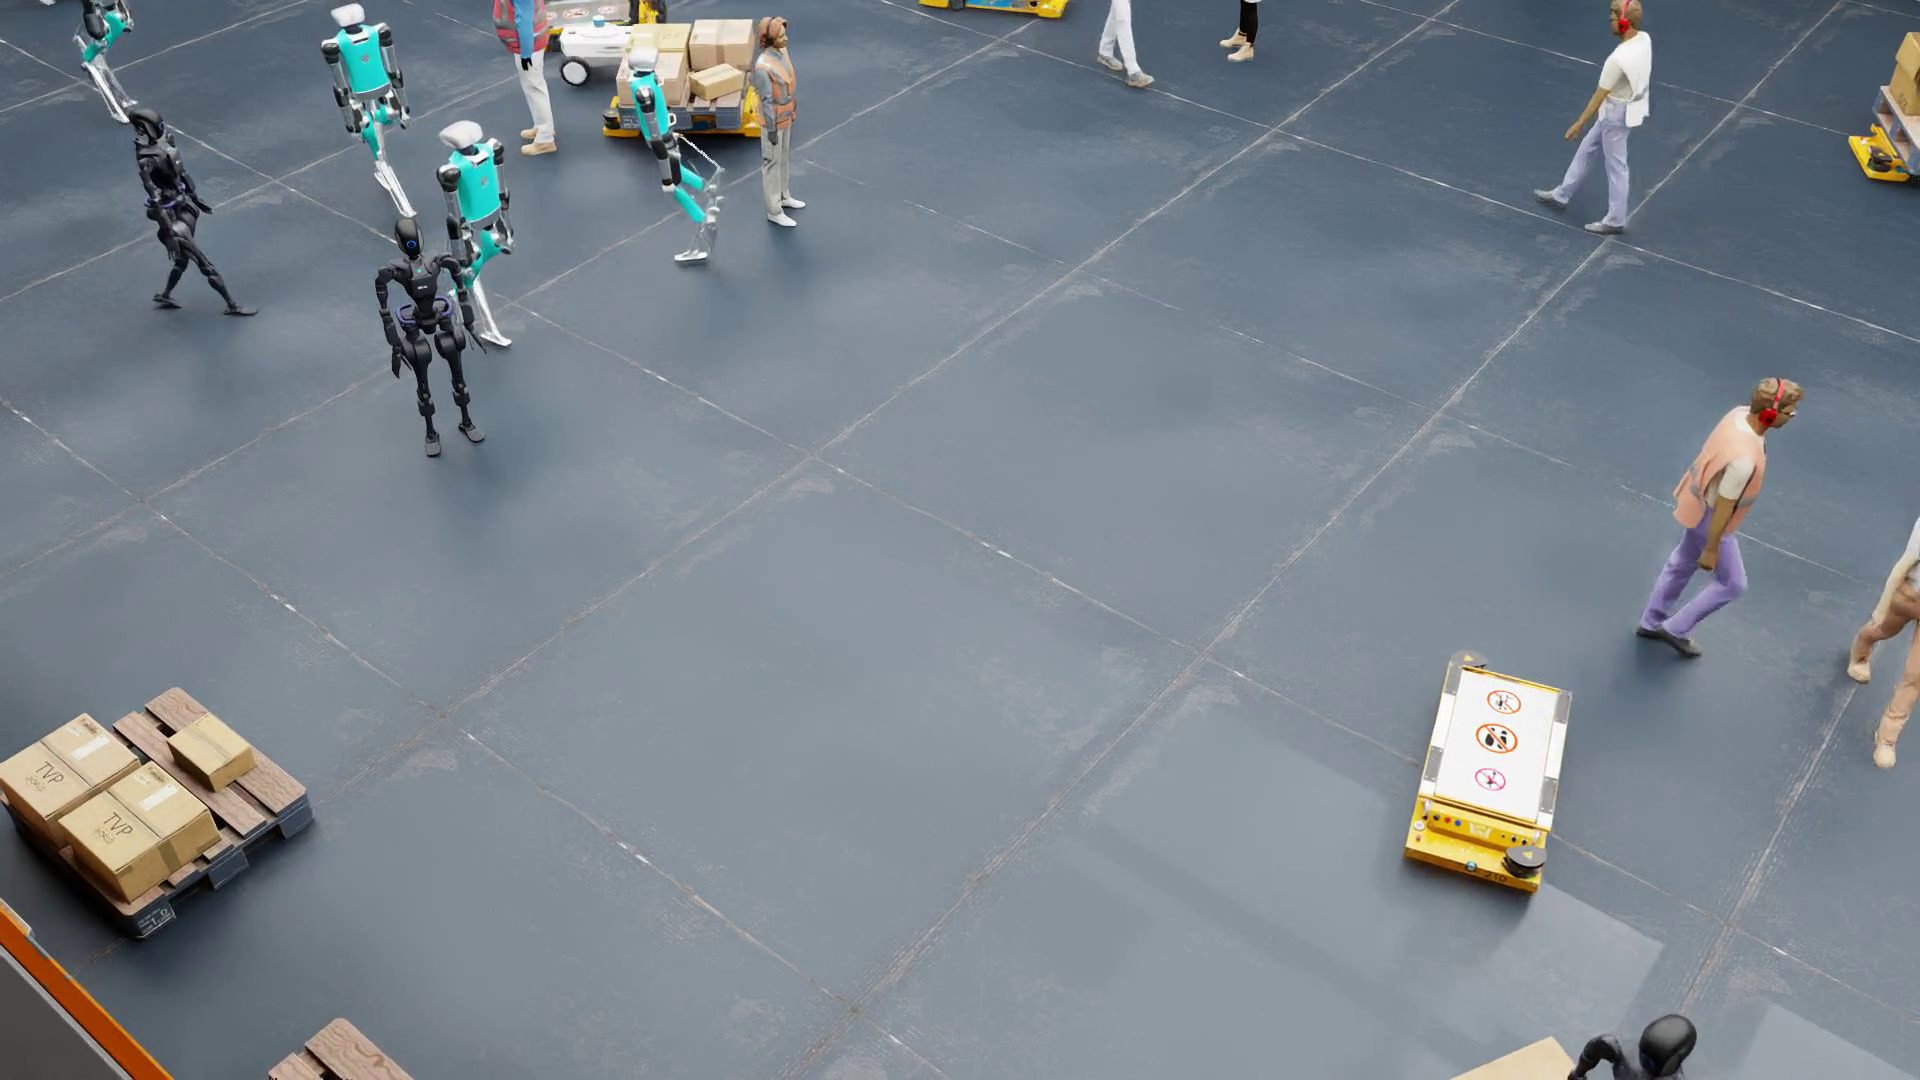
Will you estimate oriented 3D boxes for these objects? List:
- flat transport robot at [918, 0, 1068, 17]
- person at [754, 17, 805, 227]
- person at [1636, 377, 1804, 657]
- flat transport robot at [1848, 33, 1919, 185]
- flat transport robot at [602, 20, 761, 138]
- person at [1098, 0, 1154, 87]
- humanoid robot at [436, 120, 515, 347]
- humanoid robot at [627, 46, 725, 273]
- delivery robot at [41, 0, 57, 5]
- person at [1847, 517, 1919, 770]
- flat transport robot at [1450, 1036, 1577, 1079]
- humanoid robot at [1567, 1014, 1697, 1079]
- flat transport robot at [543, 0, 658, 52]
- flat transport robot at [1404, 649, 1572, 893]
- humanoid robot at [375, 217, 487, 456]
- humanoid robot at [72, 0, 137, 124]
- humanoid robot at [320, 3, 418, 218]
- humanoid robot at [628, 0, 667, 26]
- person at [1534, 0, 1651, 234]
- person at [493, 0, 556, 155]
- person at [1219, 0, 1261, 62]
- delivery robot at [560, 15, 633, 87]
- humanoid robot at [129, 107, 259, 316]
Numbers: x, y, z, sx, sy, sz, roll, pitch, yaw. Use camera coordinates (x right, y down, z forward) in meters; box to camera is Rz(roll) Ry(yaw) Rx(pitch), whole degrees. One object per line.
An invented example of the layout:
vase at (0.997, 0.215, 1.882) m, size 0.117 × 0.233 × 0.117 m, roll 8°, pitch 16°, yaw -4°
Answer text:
flat transport robot at (0.353, -5.451, 16.491) m, size 1.431 × 0.231 × 0.659 m, roll 9°, pitch 41°, yaw 10°
person at (-1.405, -3.235, 12.823) m, size 0.310 × 1.641 × 0.512 m, roll 8°, pitch 41°, yaw 9°
person at (4.114, -0.102, 8.995) m, size 0.520 × 1.818 × 0.604 m, roll 10°, pitch 41°, yaw 12°
flat transport robot at (8.231, -3.181, 13.820) m, size 1.431 × 0.231 × 0.659 m, roll 6°, pitch 41°, yaw 6°
flat transport robot at (-2.349, -3.737, 14.474) m, size 1.431 × 0.231 × 0.659 m, roll 0°, pitch 40°, yaw 0°
person at (1.525, -4.978, 14.718) m, size 0.592 × 1.861 × 0.844 m, roll -29°, pitch 48°, yaw -30°
humanoid robot at (-3.406, -2.028, 11.413) m, size 0.762 × 1.899 × 0.540 m, roll 22°, pitch 45°, yaw 24°
humanoid robot at (-1.989, -2.722, 12.238) m, size 0.727 × 1.894 × 0.546 m, roll -6°, pitch 41°, yaw -8°
delivery robot at (-8.827, -5.689, 16.560) m, size 0.786 × 0.608 × 0.499 m, roll -21°, pitch 44°, yaw -22°
person at (5.015, 0.279, 8.644) m, size 0.475 × 1.704 × 0.902 m, roll 11°, pitch 42°, yaw 12°
flat transport robot at (2.104, 3.032, 6.511) m, size 0.659 × 0.231 × 1.431 m, roll -16°, pitch 43°, yaw -18°
humanoid robot at (2.488, 2.332, 6.246) m, size 0.336 × 1.651 × 0.588 m, roll -31°, pitch 49°, yaw -31°
flat transport robot at (-3.571, -4.937, 15.886) m, size 1.431 × 0.231 × 0.659 m, roll -9°, pitch 41°, yaw -11°
flat transport robot at (2.783, 1.171, 8.701) m, size 0.659 × 0.231 × 1.431 m, roll 14°, pitch 42°, yaw 16°
humanoid robot at (-3.328, -1.295, 10.504) m, size 0.599 × 1.657 × 0.315 m, roll -19°, pitch 44°, yaw -21°
humanoid robot at (-7.381, -4.415, 14.139) m, size 0.784 × 1.776 × 0.532 m, roll 7°, pitch 41°, yaw 8°
humanoid robot at (-4.610, -3.366, 12.922) m, size 0.558 × 1.751 × 1.045 m, roll -26°, pitch 47°, yaw -27°
humanoid robot at (-2.920, -5.243, 15.172) m, size 0.490 × 1.630 × 0.610 m, roll 21°, pitch 45°, yaw 23°
person at (4.886, -3.228, 12.688) m, size 0.872 × 1.792 × 0.598 m, roll 22°, pitch 45°, yaw 24°
person at (-3.591, -4.106, 13.707) m, size 0.429 × 1.830 × 0.633 m, roll -11°, pitch 42°, yaw -13°
person at (2.618, -5.206, 15.098) m, size 0.320 × 1.697 × 0.531 m, roll -3°, pitch 40°, yaw -3°
delivery robot at (-3.264, -4.452, 15.105) m, size 0.805 × 0.609 × 0.499 m, roll 0°, pitch 40°, yaw 0°
humanoid robot at (-5.555, -2.314, 11.764) m, size 0.793 × 1.638 × 0.610 m, roll 0°, pitch 40°, yaw 0°
